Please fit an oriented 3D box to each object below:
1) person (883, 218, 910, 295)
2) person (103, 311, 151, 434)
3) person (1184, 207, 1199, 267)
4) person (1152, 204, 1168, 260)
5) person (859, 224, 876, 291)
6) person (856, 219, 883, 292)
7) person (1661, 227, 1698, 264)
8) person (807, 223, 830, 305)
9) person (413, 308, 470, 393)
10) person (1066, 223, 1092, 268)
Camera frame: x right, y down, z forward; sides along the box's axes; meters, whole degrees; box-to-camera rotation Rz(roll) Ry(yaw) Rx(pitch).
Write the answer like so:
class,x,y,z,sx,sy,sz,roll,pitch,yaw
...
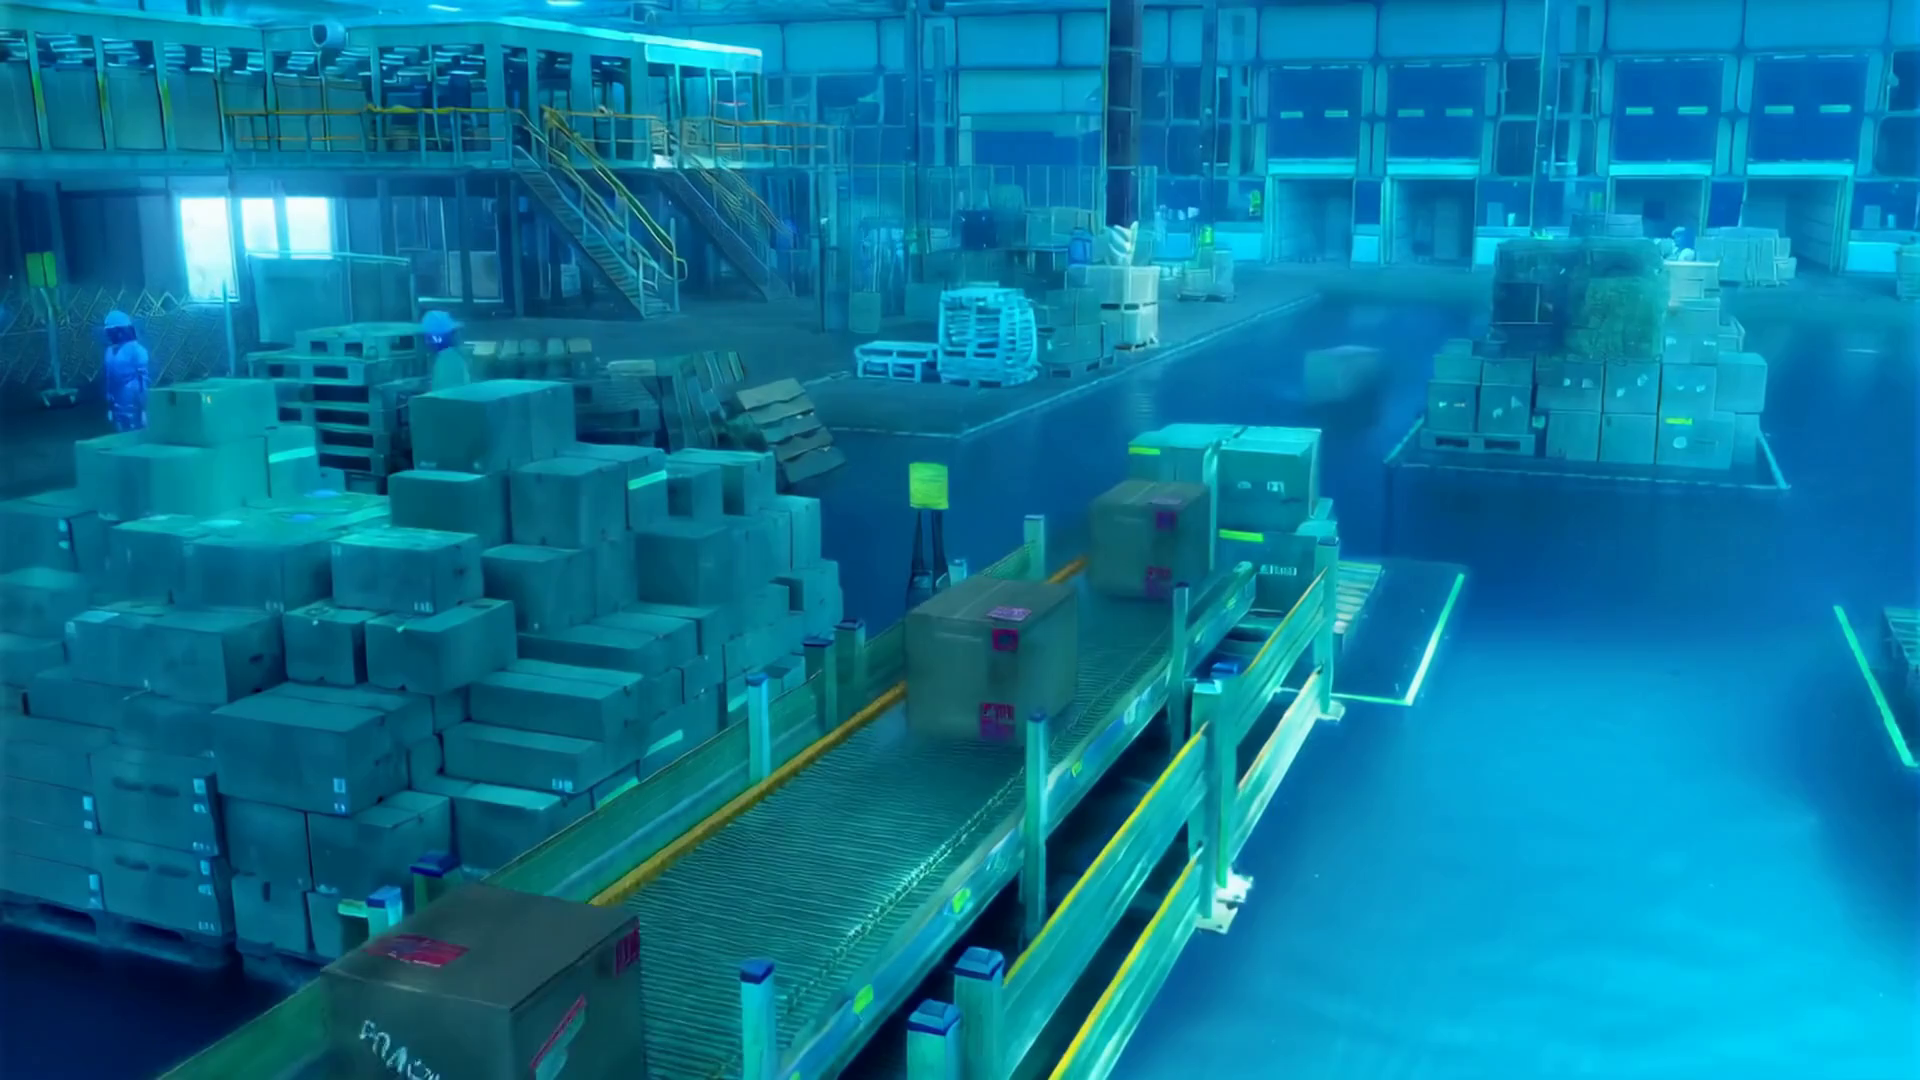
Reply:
class,x,y,z,sx,sy,sz,roll,pitch,yaw
person,-1.536,-6.884,40.390,0.680,1.863,0.444,-3,13,-13
person,-7.644,-1.230,15.277,0.487,1.744,0.294,4,13,19
person,7.295,-9.395,51.653,0.539,1.855,0.525,4,13,19
person,6.274,-9.584,52.313,0.430,1.935,0.631,-8,15,-31
person,-1.867,-5.457,33.868,0.397,1.911,0.587,1,13,2
person,-2.193,-6.632,39.290,0.604,1.831,0.985,11,16,40
person,12.304,-4.377,28.720,0.538,2.000,0.683,-7,14,-28
person,-3.171,-6.194,37.330,0.516,1.835,0.343,4,13,19
person,-3.882,-0.820,12.948,0.804,1.970,0.614,0,13,-2
person,2.387,-5.431,33.671,0.545,1.942,0.351,-2,13,-10
